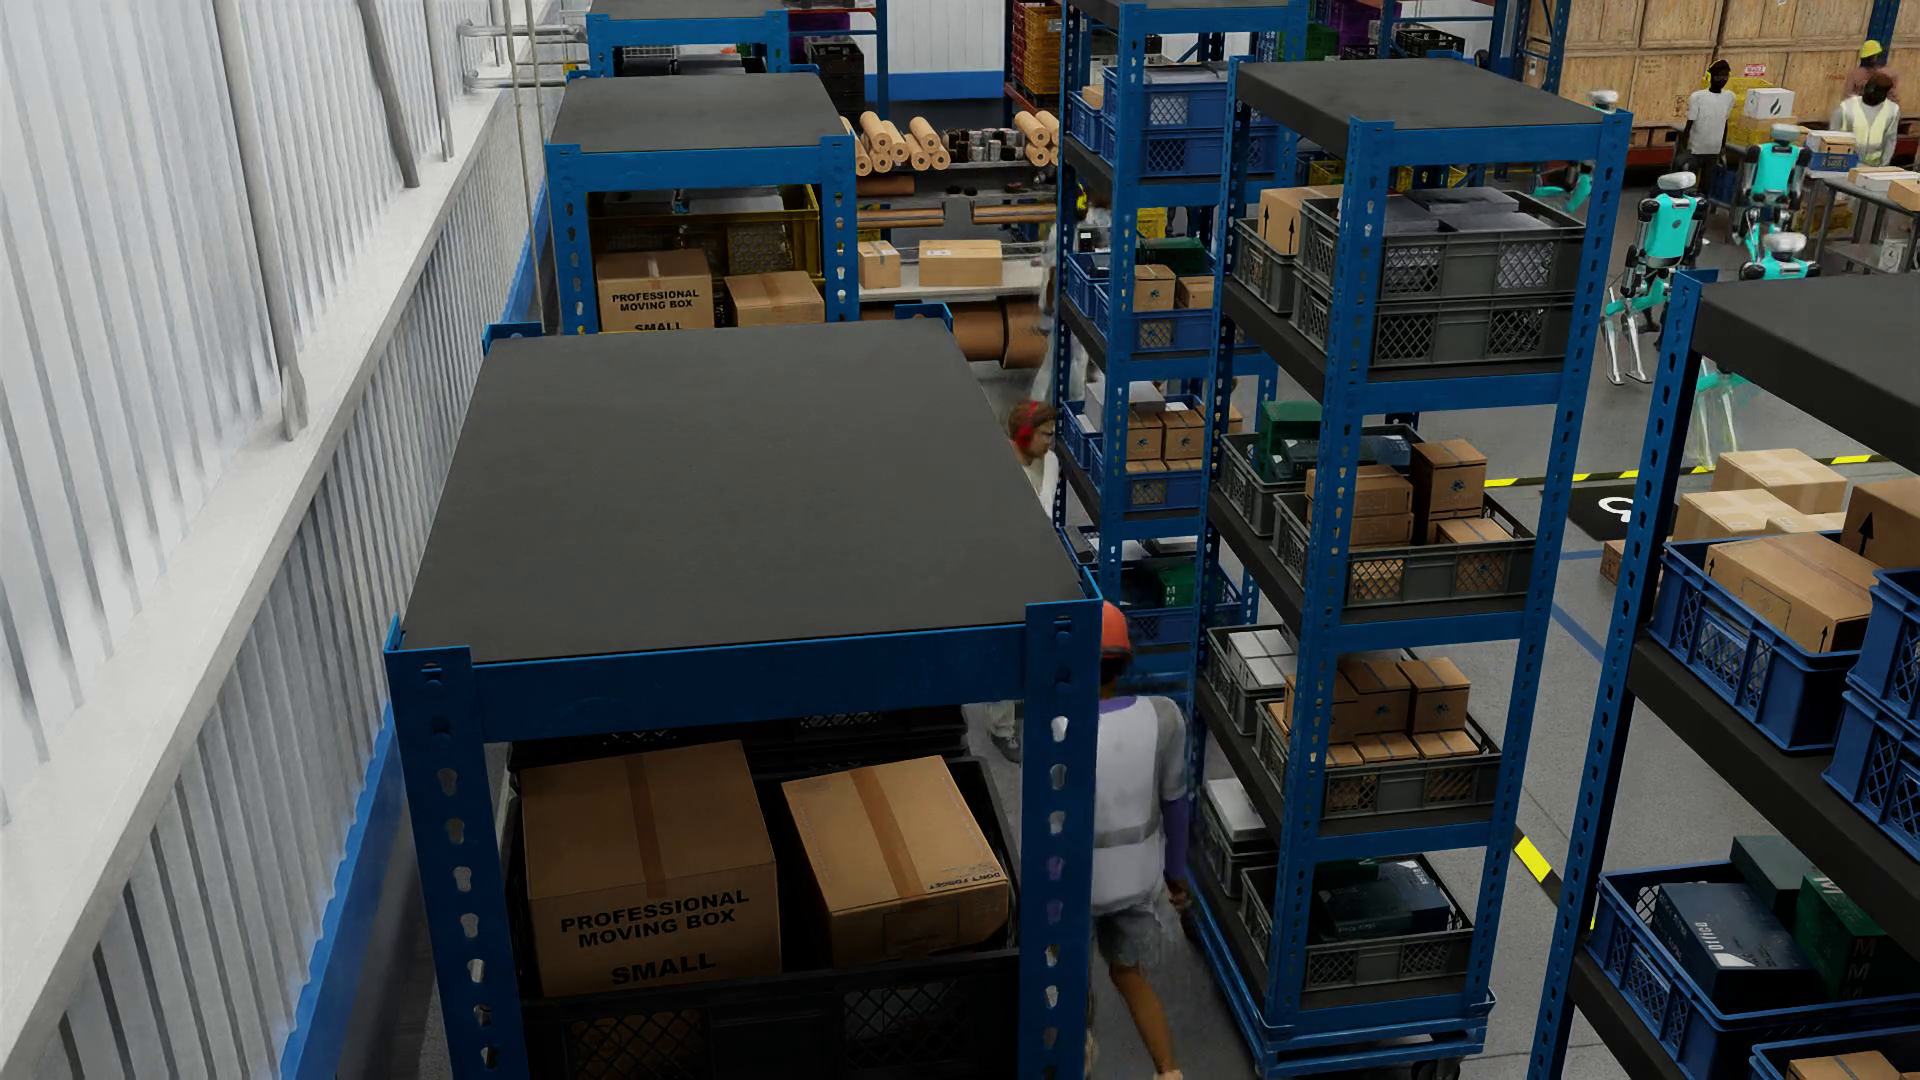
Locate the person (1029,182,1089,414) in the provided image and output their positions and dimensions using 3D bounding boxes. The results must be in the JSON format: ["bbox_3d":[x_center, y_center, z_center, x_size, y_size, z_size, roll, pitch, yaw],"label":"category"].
[{"bbox_3d":[0.795,-1.661,12.055,0.740,1.815,0.594,-1,25,-2],"label":"person"}]

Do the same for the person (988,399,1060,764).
[{"bbox_3d":[0.275,0.189,8.039,0.548,1.818,0.453,-18,30,-34],"label":"person"}]

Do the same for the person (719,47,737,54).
[{"bbox_3d":[-2.378,-4.249,17.611,0.570,1.902,0.595,0,25,0],"label":"person"}]

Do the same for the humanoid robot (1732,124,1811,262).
[{"bbox_3d":[6.994,-2.656,14.362,0.542,1.746,1.027,4,25,8],"label":"humanoid robot"}]

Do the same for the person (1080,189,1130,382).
[{"bbox_3d":[1.126,-2.091,13.098,0.523,1.721,0.484,-18,30,-33],"label":"person"}]

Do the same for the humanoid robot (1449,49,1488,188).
[{"bbox_3d":[5.797,-4.693,18.797,0.599,1.657,0.315,-4,25,-8],"label":"humanoid robot"}]

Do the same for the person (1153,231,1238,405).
[{"bbox_3d":[1.533,-1.109,10.814,0.593,1.851,0.398,-3,25,-6],"label":"person"}]

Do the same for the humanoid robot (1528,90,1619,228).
[{"bbox_3d":[5.952,-3.560,16.341,0.535,1.753,1.016,-17,30,-32],"label":"humanoid robot"}]

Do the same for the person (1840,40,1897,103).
[{"bbox_3d":[10.370,-4.848,19.085,0.538,1.725,0.461,17,30,33],"label":"person"}]

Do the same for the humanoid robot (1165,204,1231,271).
[{"bbox_3d":[1.933,-2.297,13.589,0.599,1.657,0.315,-4,25,-8],"label":"humanoid robot"}]

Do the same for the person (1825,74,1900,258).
[{"bbox_3d":[8.973,-3.740,16.625,0.630,1.783,0.962,3,25,7],"label":"person"}]

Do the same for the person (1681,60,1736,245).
[{"bbox_3d":[7.585,-3.937,16.941,0.528,1.869,0.316,-4,25,-9],"label":"person"}]

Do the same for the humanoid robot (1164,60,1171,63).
[{"bbox_3d":[2.159,-4.480,18.365,0.392,1.642,0.603,9,26,18],"label":"humanoid robot"}]

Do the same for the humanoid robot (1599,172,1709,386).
[{"bbox_3d":[5.260,-2.049,12.835,0.533,1.677,0.735,-4,25,-8],"label":"humanoid robot"}]

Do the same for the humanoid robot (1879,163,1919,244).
[{"bbox_3d":[9.535,-3.647,16.531,0.551,1.753,1.008,-8,26,-17],"label":"humanoid robot"}]

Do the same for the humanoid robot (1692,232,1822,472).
[{"bbox_3d":[5.264,-1.307,11.223,0.533,1.677,0.735,-4,25,-8],"label":"humanoid robot"}]

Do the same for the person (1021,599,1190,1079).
[{"bbox_3d":[0.535,1.194,5.659,0.624,1.999,0.860,-8,26,-17],"label":"person"}]

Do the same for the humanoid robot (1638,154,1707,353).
[{"bbox_3d":[5.936,-2.405,13.847,0.465,1.648,0.604,-17,30,-32],"label":"humanoid robot"}]
